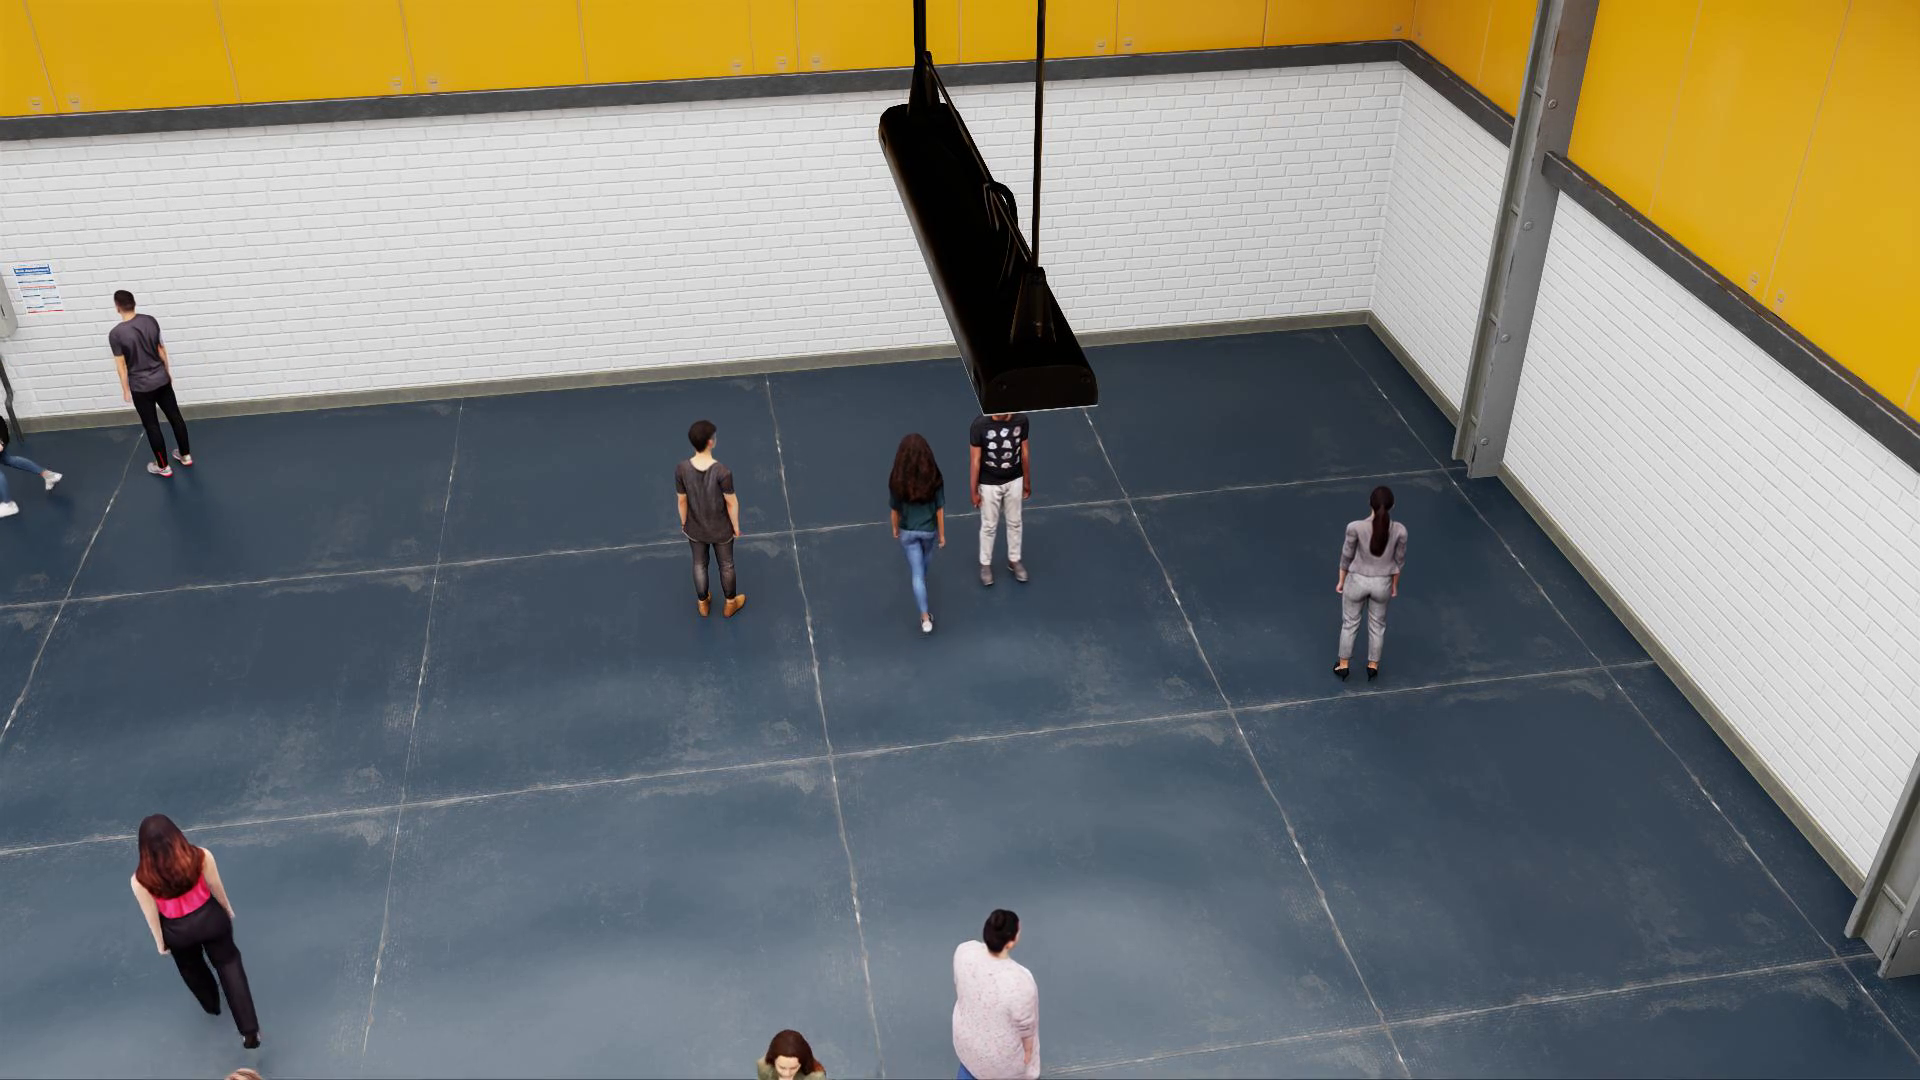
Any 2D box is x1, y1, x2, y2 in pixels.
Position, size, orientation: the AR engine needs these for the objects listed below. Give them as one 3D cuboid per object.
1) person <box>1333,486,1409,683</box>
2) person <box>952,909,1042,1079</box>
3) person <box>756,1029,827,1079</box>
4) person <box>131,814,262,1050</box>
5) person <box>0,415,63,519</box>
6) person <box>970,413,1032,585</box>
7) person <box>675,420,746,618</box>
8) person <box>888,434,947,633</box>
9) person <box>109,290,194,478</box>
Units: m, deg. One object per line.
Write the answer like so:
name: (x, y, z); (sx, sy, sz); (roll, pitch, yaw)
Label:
person: (3.019, 0.336, 12.309); (0.679, 1.677, 0.666); (3, 34, 5)
person: (0.165, 2.603, 8.840); (0.777, 1.743, 0.855); (26, 41, 33)
person: (-0.794, 2.975, 8.546); (0.837, 1.448, 1.036); (10, 35, 15)
person: (-4.332, 2.251, 9.462); (0.836, 1.641, 1.072); (-20, 38, -27)
person: (-8.280, -0.955, 14.308); (0.854, 1.616, 0.927); (-18, 37, -25)
person: (0.323, -0.477, 13.421); (0.681, 1.801, 0.638); (-9, 35, -13)
person: (-1.964, -0.152, 13.012); (0.685, 1.713, 0.642); (4, 34, 6)
person: (-0.324, -0.019, 12.943); (0.603, 1.567, 1.096); (-4, 34, -6)
person: (-7.243, -1.409, 14.856); (0.765, 1.764, 0.692); (19, 38, 26)
